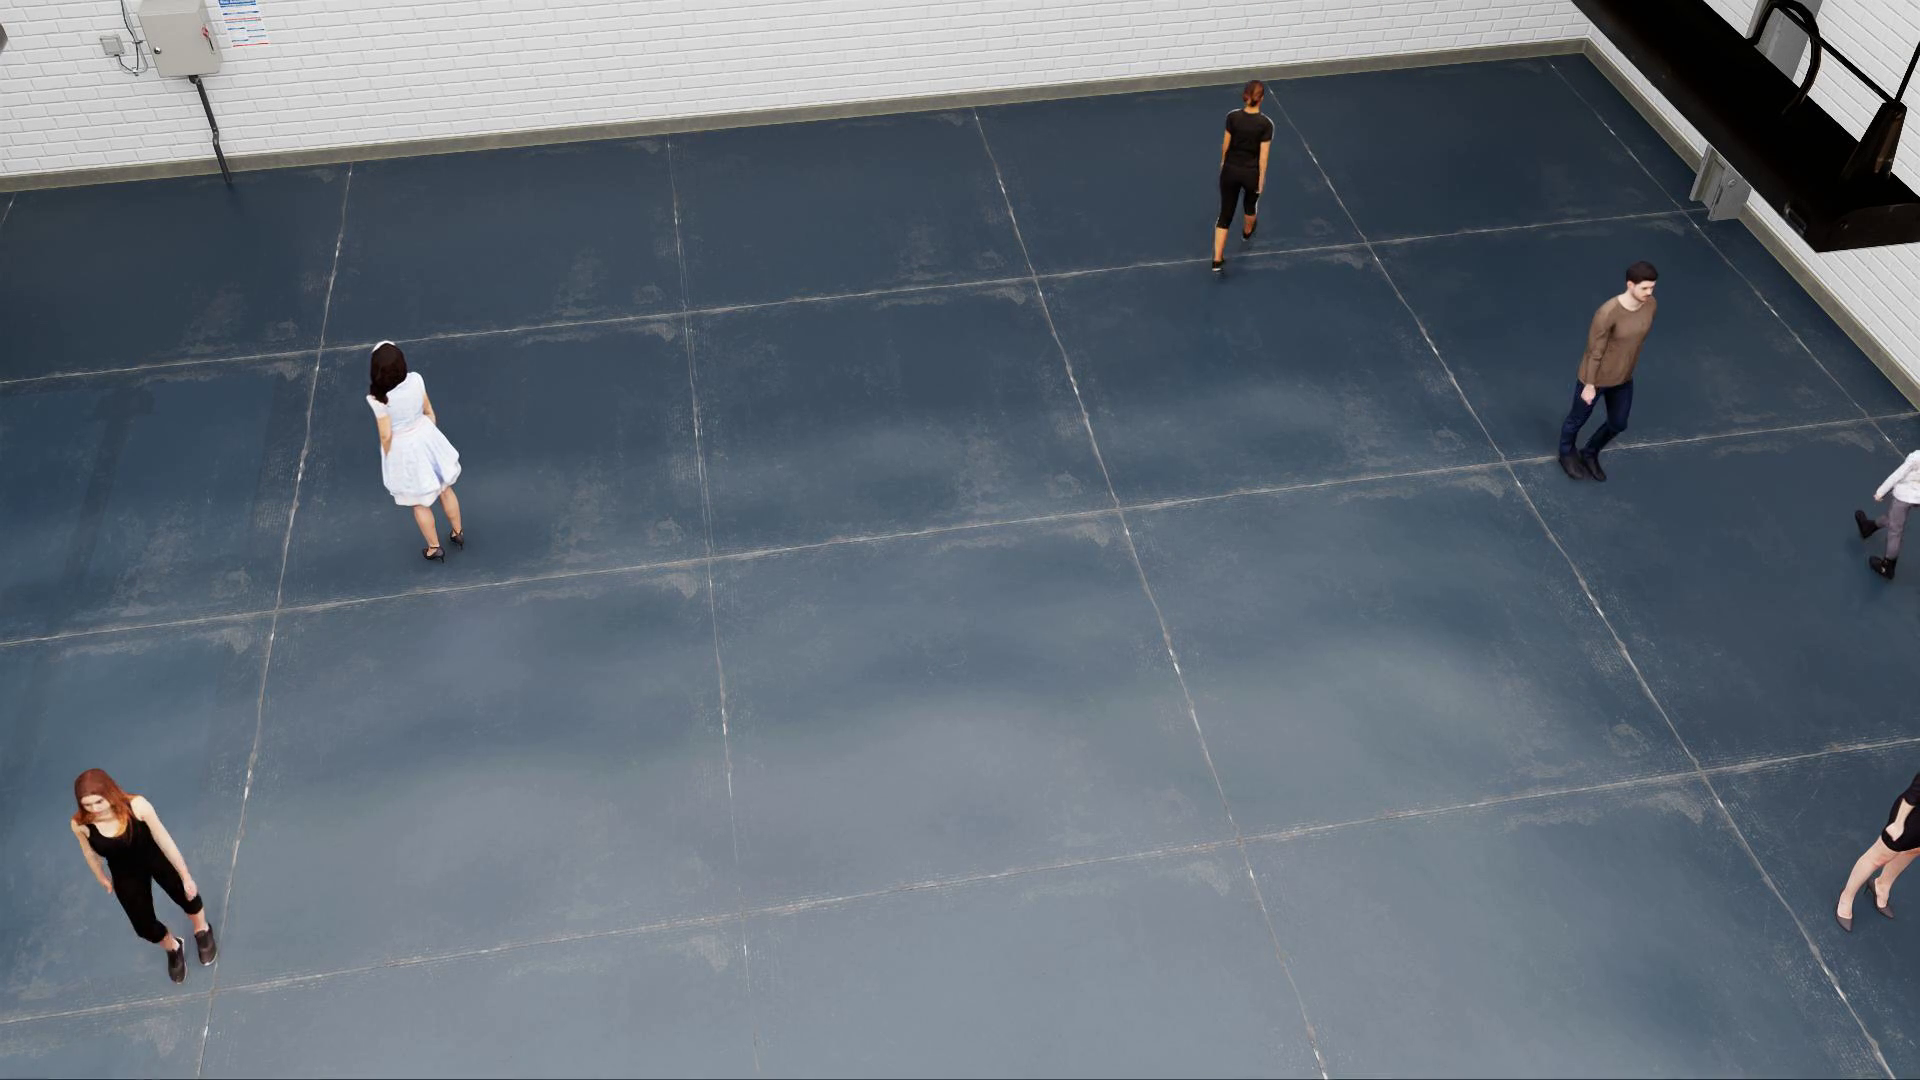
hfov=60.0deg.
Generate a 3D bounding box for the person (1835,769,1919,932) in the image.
[{"bbox_3d":[5.248,1.500,9.052,0.601,1.807,0.503,-10,45,-11],"label":"person"}]

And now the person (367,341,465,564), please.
[{"bbox_3d":[-3.675,-0.582,11.230,0.908,1.817,0.856,33,53,30],"label":"person"}]

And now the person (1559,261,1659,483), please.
[{"bbox_3d":[4.571,-1.241,11.880,0.687,1.875,0.645,-12,45,-13],"label":"person"}]

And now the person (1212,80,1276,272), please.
[{"bbox_3d":[2.336,-3.012,13.919,1.038,1.625,1.202,19,47,19],"label":"person"}]

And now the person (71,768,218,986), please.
[{"bbox_3d":[-4.352,1.693,8.918,0.682,1.711,0.703,-18,46,-18],"label":"person"}]

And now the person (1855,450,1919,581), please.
[{"bbox_3d":[6.481,-0.248,11.285,0.525,1.257,0.817,-9,44,-9],"label":"person"}]
